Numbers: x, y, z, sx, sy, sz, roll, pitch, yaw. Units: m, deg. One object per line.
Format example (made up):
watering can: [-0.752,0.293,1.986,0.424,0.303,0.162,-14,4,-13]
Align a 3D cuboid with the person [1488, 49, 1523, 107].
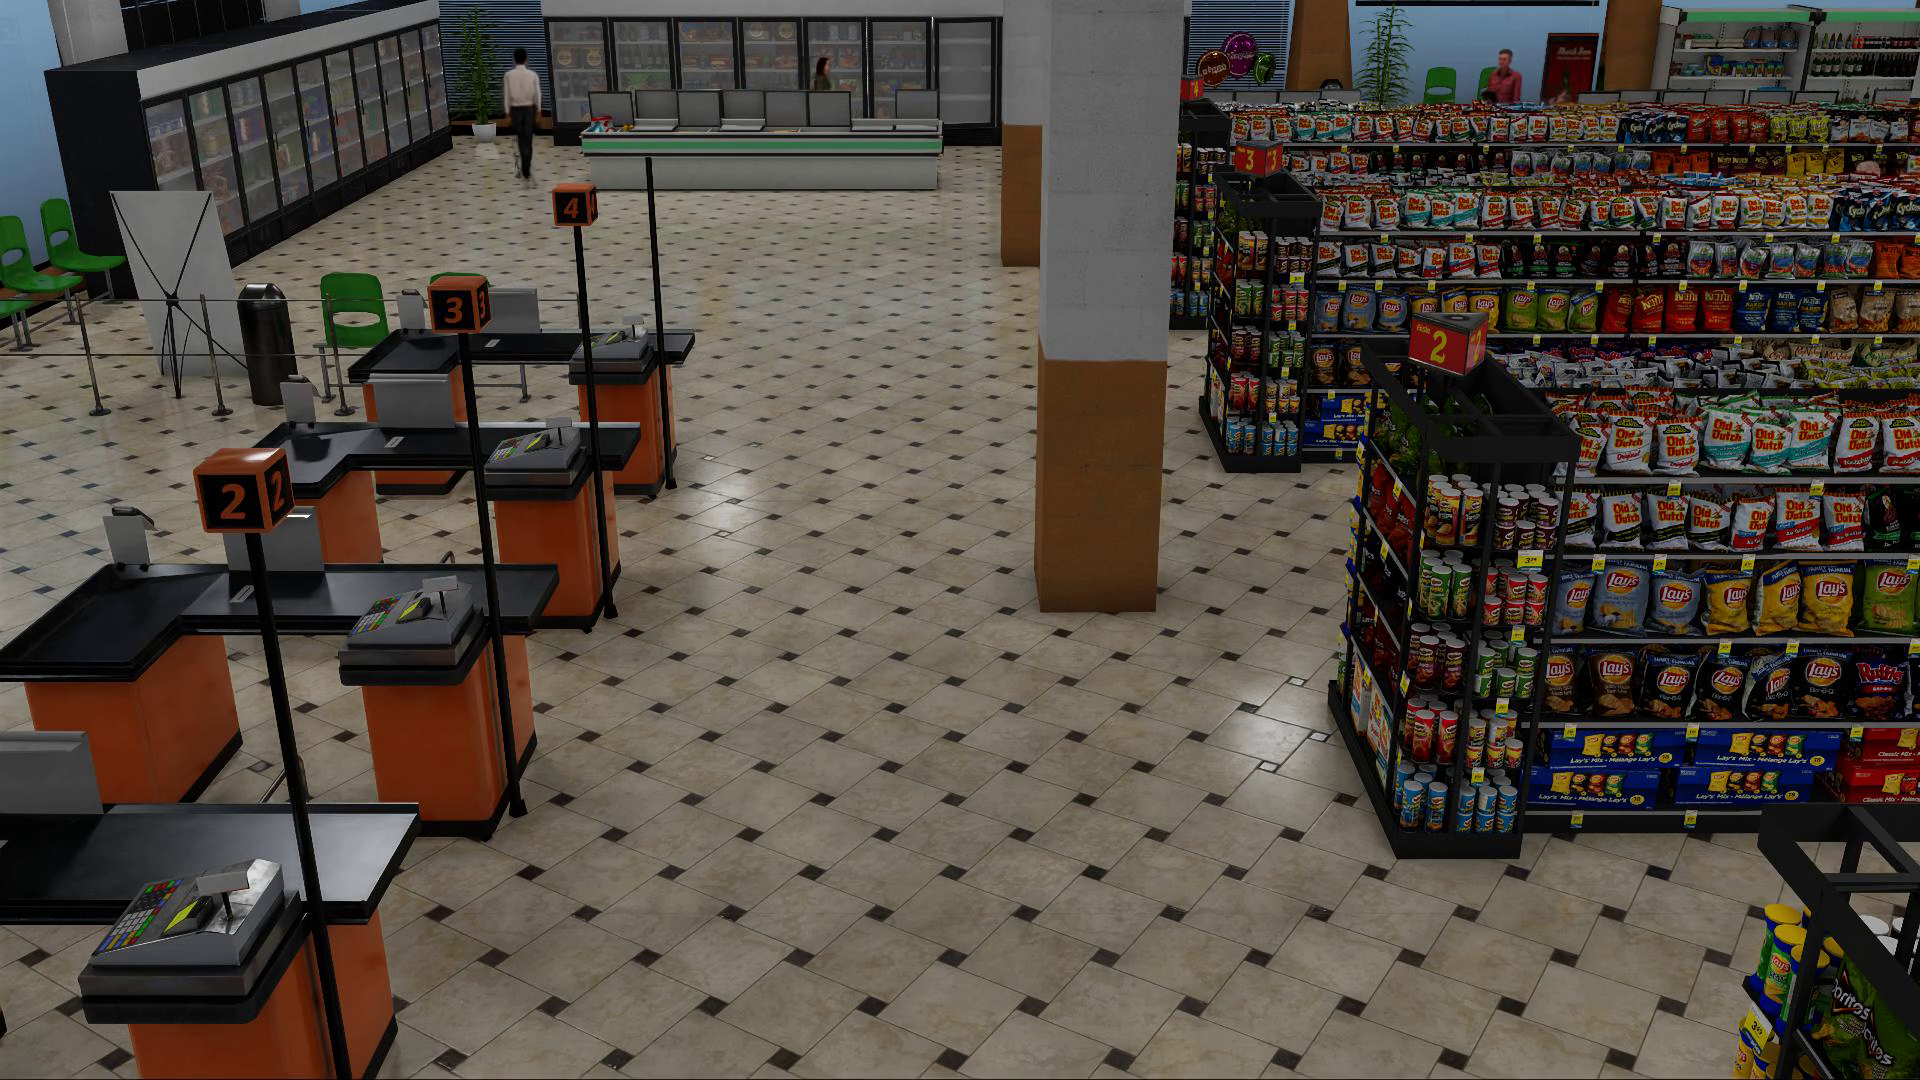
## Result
person: [7.698,-5.991,23.535,1.212,1.800,1.196,16,27,35]

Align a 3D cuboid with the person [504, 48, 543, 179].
person: [-6.215,-6.038,23.703,1.136,1.762,0.793,-2,22,-6]

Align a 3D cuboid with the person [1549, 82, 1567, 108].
person: [8.964,-6.279,25.086,0.867,1.178,0.668,-9,24,-21]

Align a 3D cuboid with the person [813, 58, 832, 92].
person: [-2.182,-6.722,25.801,0.634,1.468,0.632,4,22,9]
